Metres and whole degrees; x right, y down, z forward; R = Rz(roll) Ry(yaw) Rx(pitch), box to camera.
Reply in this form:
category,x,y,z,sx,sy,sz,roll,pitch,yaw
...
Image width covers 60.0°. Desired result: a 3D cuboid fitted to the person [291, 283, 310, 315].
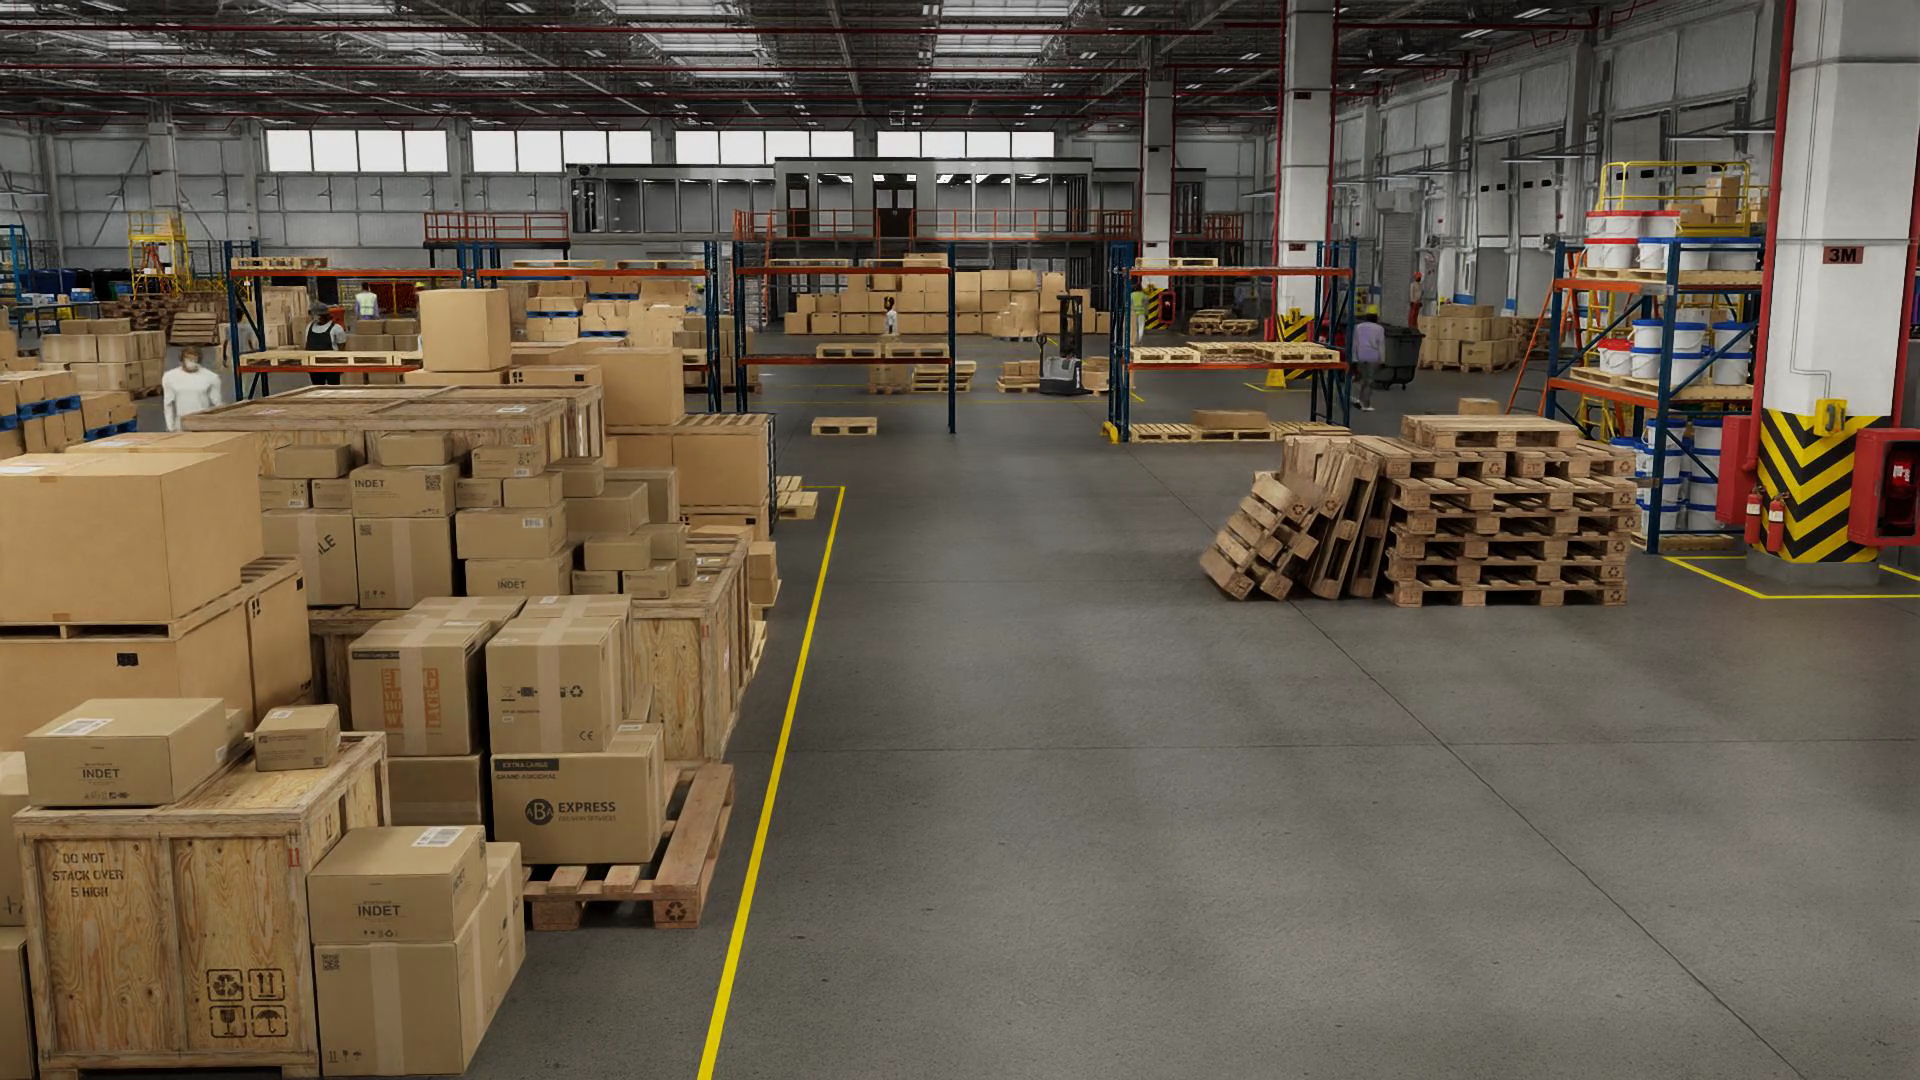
category,x,y,z,sx,sy,sz,roll,pitch,yaw
person,-18.020,-6.039,45.316,0.618,1.927,0.993,1,10,4

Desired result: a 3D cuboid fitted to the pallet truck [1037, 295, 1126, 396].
category,x,y,z,sx,sy,sz,roll,pitch,yaw
pallet truck,2.483,-3.881,33.060,1.885,1.965,0.823,-7,13,-36

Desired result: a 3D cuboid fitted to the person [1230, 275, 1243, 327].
category,x,y,z,sx,sy,sz,roll,pitch,yaw
person,9.867,-8.547,59.267,0.405,1.918,0.564,6,12,30

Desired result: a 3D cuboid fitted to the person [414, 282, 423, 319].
category,x,y,z,sx,sy,sz,roll,pitch,yaw
person,-17.449,-7.459,53.748,0.528,1.734,0.781,3,10,14

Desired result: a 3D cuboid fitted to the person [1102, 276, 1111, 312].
category,x,y,z,sx,sy,sz,roll,pitch,yaw
person,6.257,-10.589,70.752,0.342,1.879,0.579,-2,10,-13

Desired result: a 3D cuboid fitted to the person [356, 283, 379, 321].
category,x,y,z,sx,sy,sz,roll,pitch,yaw
person,-16.961,-6.416,47.590,0.603,1.853,1.027,-4,11,-20

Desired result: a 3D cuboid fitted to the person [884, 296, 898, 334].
category,x,y,z,sx,sy,sz,roll,pitch,yaw
person,-1.497,-4.285,35.662,0.327,1.874,0.518,2,10,10

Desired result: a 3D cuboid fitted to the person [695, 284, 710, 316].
category,x,y,z,sx,sy,sz,roll,pitch,yaw
person,-8.325,-7.362,53.263,0.853,1.708,0.495,8,13,39

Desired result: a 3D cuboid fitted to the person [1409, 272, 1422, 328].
category,x,y,z,sx,sy,sz,roll,pitch,yaw
person,15.579,-8.139,56.785,0.610,1.996,0.378,-9,14,-41

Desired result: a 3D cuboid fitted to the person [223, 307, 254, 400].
category,x,y,z,sx,sy,sz,roll,pitch,yaw
person,-13.273,-3.360,30.620,0.523,1.842,0.861,-7,12,-35

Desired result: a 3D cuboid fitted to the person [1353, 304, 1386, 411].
category,x,y,z,sx,sy,sz,roll,pitch,yaw
person,7.345,-3.257,29.827,0.440,1.912,0.589,-9,13,-40

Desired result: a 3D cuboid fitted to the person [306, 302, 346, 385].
category,x,y,z,sx,sy,sz,roll,pitch,yaw
person,-10.665,-2.972,27.874,0.674,2.000,0.537,1,10,7

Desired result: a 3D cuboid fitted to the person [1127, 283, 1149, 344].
category,x,y,z,sx,sy,sz,roll,pitch,yaw
person,5.270,-6.695,49.292,0.639,1.812,0.845,1,10,7

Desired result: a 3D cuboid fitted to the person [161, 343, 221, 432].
category,x,y,z,sx,sy,sz,roll,pitch,yaw
person,-8.760,-1.316,19.066,0.627,1.910,0.852,-2,10,-9

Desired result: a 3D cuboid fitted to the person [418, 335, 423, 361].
category,x,y,z,sx,sy,sz,roll,pitch,yaw
person,-8.331,-2.649,26.515,0.572,1.883,0.353,2,10,11

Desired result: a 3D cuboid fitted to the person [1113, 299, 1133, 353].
category,x,y,z,sx,sy,sz,roll,pitch,yaw
person,3.387,-4.144,34.691,0.371,1.940,0.627,8,13,39

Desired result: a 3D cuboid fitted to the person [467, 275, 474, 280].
category,x,y,z,sx,sy,sz,roll,pitch,yaw
person,-20.308,-10.216,68.780,0.514,1.843,0.339,-2,10,-11
